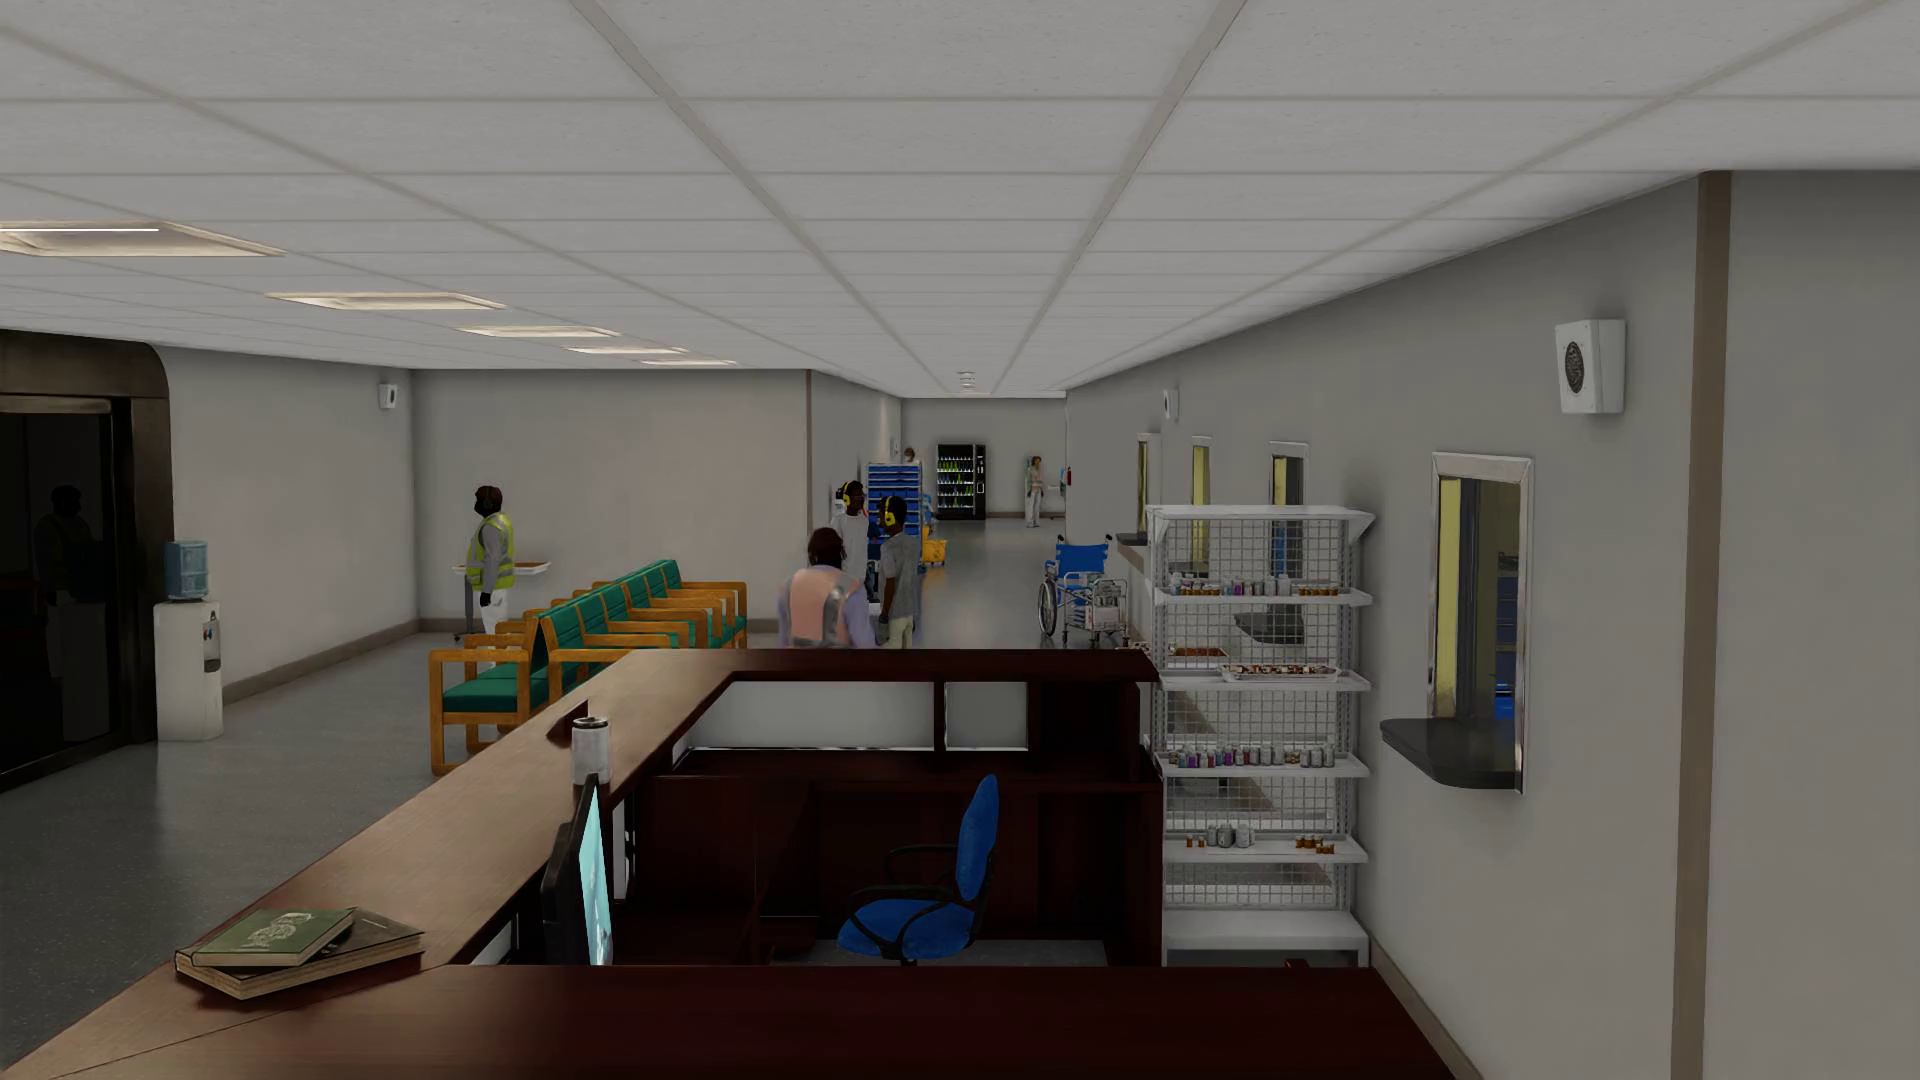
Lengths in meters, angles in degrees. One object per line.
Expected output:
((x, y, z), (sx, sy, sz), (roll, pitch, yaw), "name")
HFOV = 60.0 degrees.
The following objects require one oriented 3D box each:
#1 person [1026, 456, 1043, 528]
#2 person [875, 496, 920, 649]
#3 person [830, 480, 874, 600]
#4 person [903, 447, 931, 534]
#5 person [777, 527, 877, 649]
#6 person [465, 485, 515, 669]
((1.701, -1.092, 37.802), (0.310, 1.636, 0.523), (4, 6, 43), "person")
((-0.490, 0.596, 12.562), (0.329, 1.865, 0.508), (2, 4, 24), "person")
((-0.992, 0.382, 15.468), (0.326, 1.876, 0.518), (3, 5, 35), "person")
((-0.970, -0.963, 34.079), (0.692, 1.914, 0.643), (-3, 5, -39), "person")
((-0.801, 0.835, 9.644), (0.698, 1.818, 0.587), (3, 5, 40), "person")
((-4.268, 0.424, 15.112), (0.429, 1.844, 0.622), (-1, 4, -8), "person")
